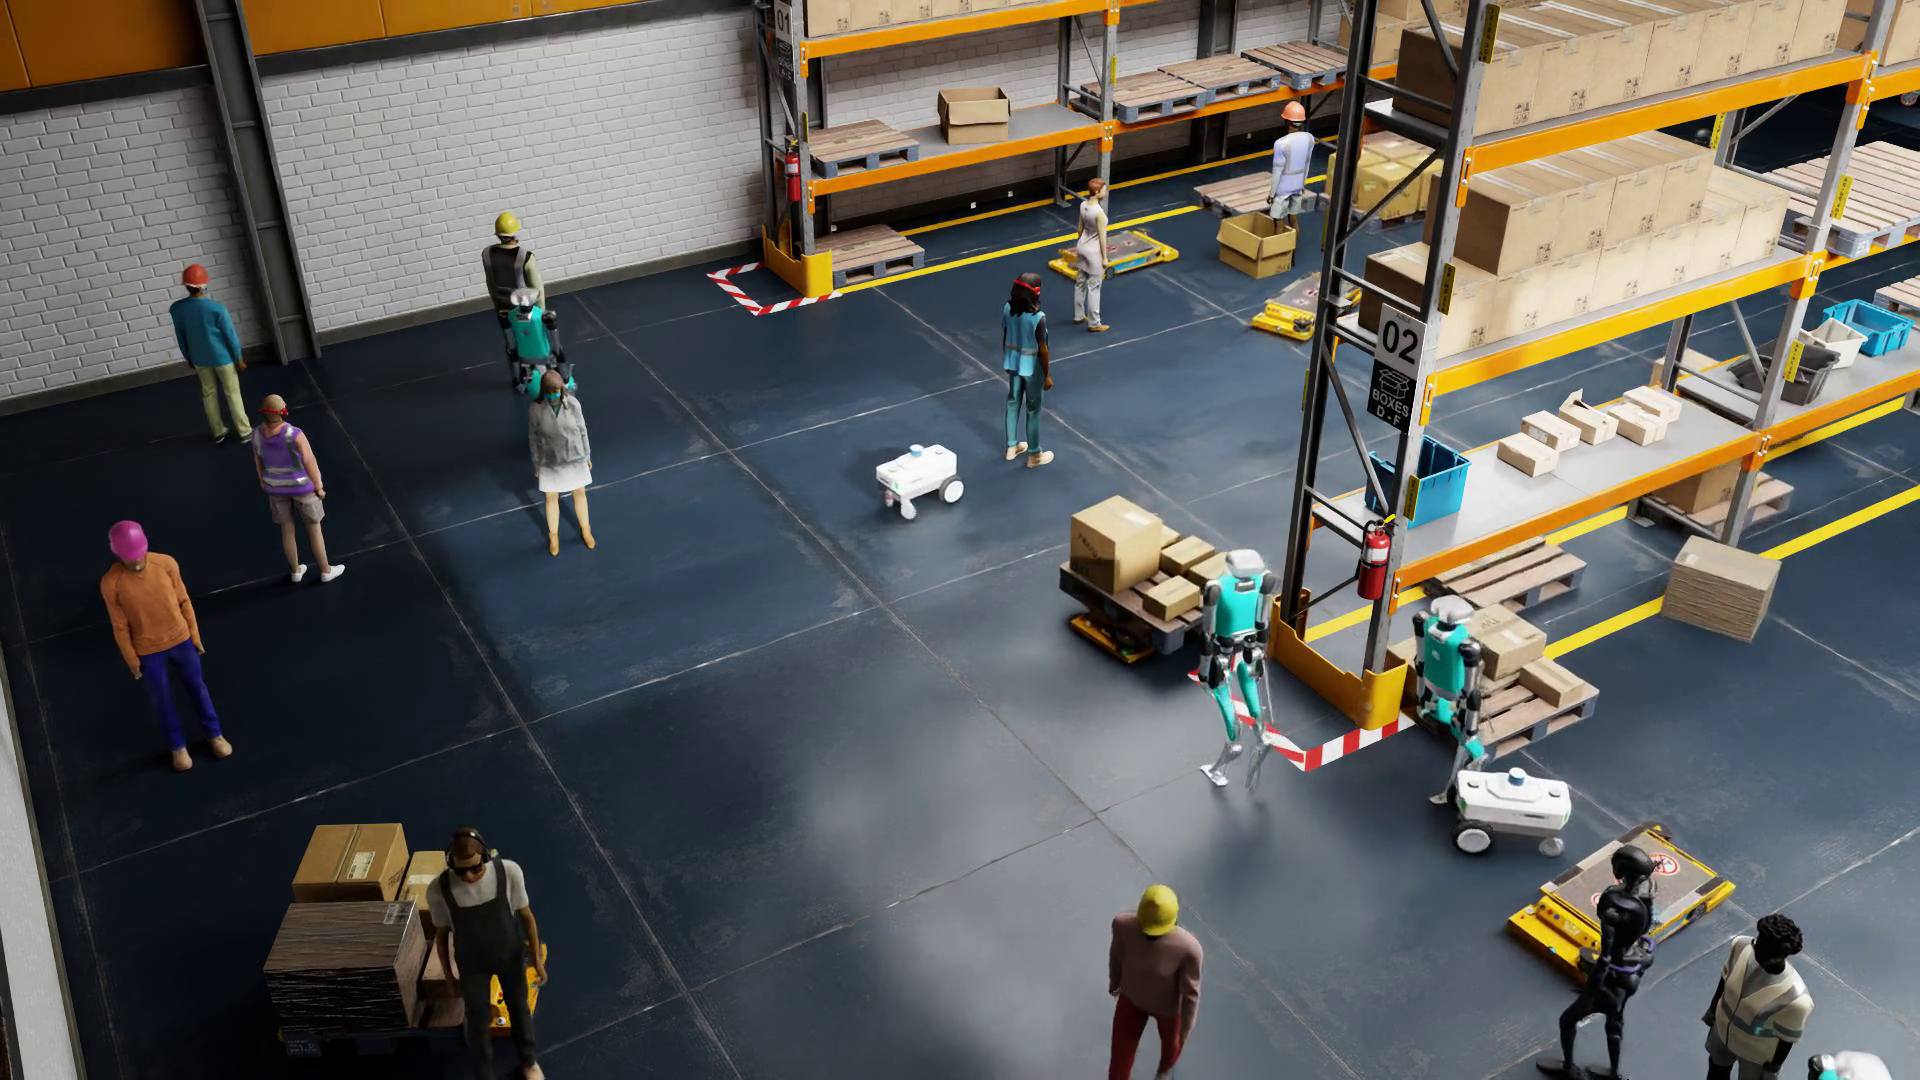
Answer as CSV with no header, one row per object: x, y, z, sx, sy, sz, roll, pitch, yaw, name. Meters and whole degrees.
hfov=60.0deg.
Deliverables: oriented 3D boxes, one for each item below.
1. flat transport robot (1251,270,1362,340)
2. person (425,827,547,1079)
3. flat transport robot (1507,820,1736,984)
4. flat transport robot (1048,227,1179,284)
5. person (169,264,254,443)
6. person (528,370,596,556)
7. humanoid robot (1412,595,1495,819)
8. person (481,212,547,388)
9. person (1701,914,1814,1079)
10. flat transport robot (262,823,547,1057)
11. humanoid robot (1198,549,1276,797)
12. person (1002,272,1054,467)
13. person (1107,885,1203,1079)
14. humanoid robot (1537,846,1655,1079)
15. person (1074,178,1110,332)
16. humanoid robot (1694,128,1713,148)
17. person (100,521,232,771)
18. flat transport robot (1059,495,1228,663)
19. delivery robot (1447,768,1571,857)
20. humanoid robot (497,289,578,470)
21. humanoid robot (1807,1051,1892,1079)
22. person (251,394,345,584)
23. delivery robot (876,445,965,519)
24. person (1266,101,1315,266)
3.829,-2.575,18.191,0.659,0.231,1.431,22,38,31,flat transport robot
-2.525,2.283,8.968,0.516,1.842,0.395,-13,34,-20,person
4.180,2.270,10.464,1.431,0.231,0.659,-21,38,-29,flat transport robot
1.792,-3.308,19.359,1.431,0.231,0.659,-20,37,-29,flat transport robot
-6.923,-1.727,15.440,0.571,1.748,0.341,2,32,4,person
-3.302,-0.647,13.800,0.487,1.663,0.340,-10,34,-16,person
3.319,1.098,10.992,0.781,1.817,0.554,-18,36,-26,humanoid robot
-4.324,-2.340,16.339,0.597,1.836,0.404,9,33,14,person
4.080,2.581,8.632,0.320,1.692,0.534,-11,34,-16,person
-3.229,2.651,9.855,1.431,0.231,0.659,-1,32,-2,flat transport robot
1.940,1.004,11.182,0.554,1.872,0.766,-13,34,-19,humanoid robot
0.604,-1.538,15.031,0.514,1.869,0.392,25,40,34,person
1.004,2.462,8.797,0.532,1.705,0.917,14,35,21,person
3.548,2.330,9.047,0.507,1.638,0.609,26,41,35,humanoid robot
1.404,-3.018,17.587,0.283,1.657,0.450,-19,37,-27,person
8.292,-3.935,19.102,0.844,1.621,0.603,-6,33,-9,humanoid robot
-5.455,0.705,11.362,0.513,1.974,0.406,-24,39,-32,person
1.624,0.513,13.266,1.431,0.231,0.659,-24,39,-33,flat transport robot
3.621,1.770,11.000,0.805,0.602,0.499,6,33,9,delivery robot
-3.780,-1.552,15.191,0.538,1.770,0.906,3,32,4,humanoid robot
4.334,3.065,7.842,0.928,1.779,0.541,-2,32,-4,humanoid robot
-5.365,-0.397,13.375,0.492,1.693,0.349,2,32,2,person
-0.348,-0.557,14.721,0.785,0.614,0.516,-22,38,-31,delivery robot
3.716,-4.025,18.934,0.544,1.938,0.358,-19,37,-27,person
